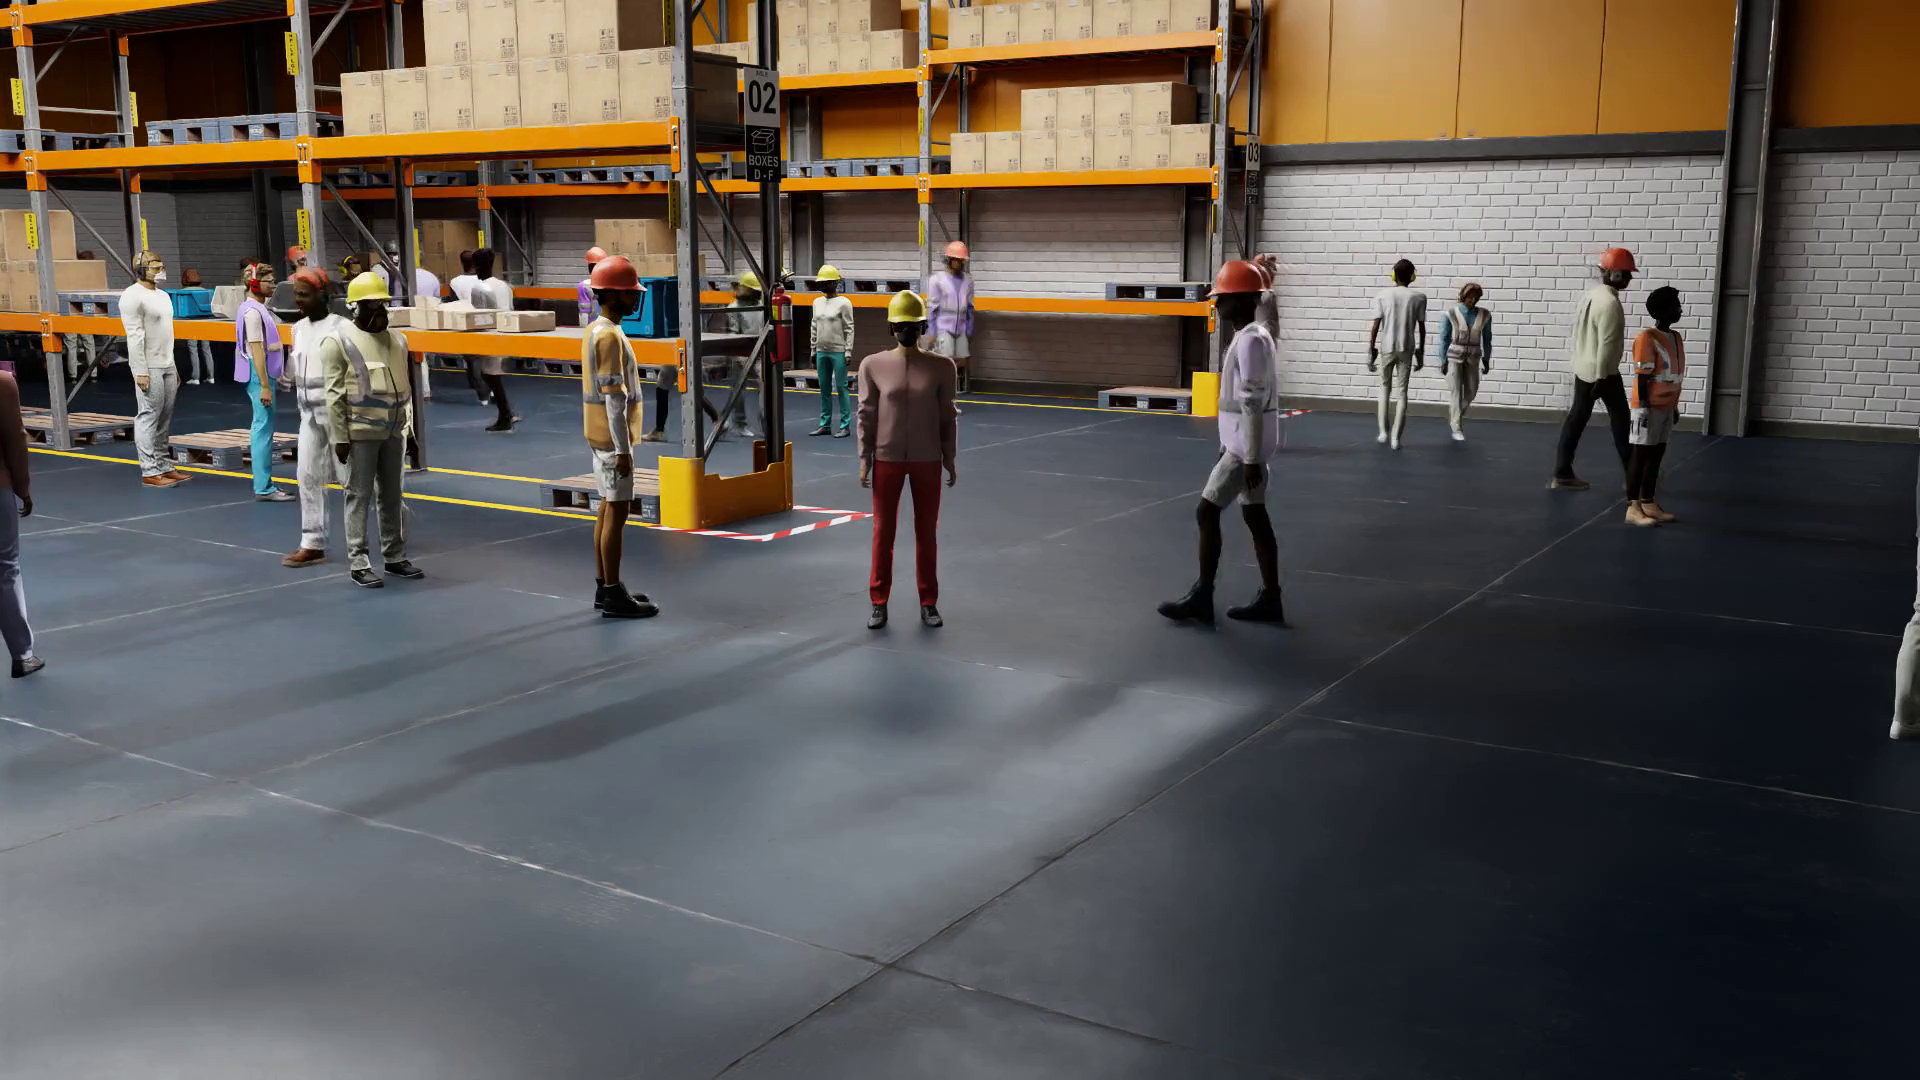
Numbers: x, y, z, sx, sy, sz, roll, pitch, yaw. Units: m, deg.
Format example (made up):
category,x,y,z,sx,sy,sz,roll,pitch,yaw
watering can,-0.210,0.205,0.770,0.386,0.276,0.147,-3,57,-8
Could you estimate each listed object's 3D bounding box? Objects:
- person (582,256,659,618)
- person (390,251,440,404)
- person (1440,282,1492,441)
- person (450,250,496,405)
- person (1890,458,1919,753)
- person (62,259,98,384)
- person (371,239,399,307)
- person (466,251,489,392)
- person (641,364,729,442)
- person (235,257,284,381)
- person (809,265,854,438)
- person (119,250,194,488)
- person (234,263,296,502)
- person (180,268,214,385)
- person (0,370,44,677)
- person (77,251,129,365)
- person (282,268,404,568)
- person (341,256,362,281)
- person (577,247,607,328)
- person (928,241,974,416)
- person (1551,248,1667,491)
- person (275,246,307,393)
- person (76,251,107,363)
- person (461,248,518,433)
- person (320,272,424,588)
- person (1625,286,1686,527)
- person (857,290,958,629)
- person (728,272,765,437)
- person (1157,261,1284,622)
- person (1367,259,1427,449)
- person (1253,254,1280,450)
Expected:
category,x,y,z,sx,sy,sz,roll,pitch,yaw
person,-1.837,-0.550,8.964,0.357,1.936,0.551,-4,11,-19
person,-6.795,-2.635,20.570,0.619,1.921,0.642,5,11,26
person,5.123,-1.828,16.965,0.520,1.615,0.582,0,10,-2
person,-5.949,-2.607,20.462,0.613,1.897,0.465,-5,11,-25
person,3.931,0.038,6.546,0.279,1.631,0.504,1,10,5
person,-12.524,-3.129,23.546,0.586,1.833,0.403,-8,13,-38
person,-8.224,-3.367,24.288,0.535,2.000,0.684,5,11,25
person,-6.491,-2.939,22.348,0.546,1.896,0.882,-5,12,-27
person,-2.767,-1.798,16.638,0.859,1.664,0.523,3,11,15
person,-9.772,-3.060,23.312,0.694,1.792,0.961,0,10,3
person,-1.331,-1.930,17.087,0.535,1.767,0.317,7,13,35
person,-6.616,-1.401,13.677,0.372,1.940,0.631,0,10,-1
person,-5.421,-1.214,12.895,0.379,1.844,0.570,-4,11,-23
person,-10.749,-2.999,23.402,0.286,1.624,0.494,6,12,28
person,-4.551,-0.221,7.637,0.523,1.761,0.328,-4,11,-22
person,-14.097,-3.746,26.934,0.985,1.851,0.642,-2,10,-11
person,-3.922,-0.781,10.482,0.589,1.860,0.831,6,12,29
person,-6.821,-2.268,18.756,0.482,1.844,0.488,3,11,14
person,-4.045,-2.306,18.682,0.548,1.942,0.347,-9,14,-41
person,-0.136,-2.466,19.364,0.642,2.018,0.664,-6,12,-31
person,5.280,-1.358,13.416,0.963,1.945,0.611,0,10,-2
person,-8.663,-2.894,21.944,1.017,1.941,0.630,5,11,24
person,-14.410,-3.857,27.543,0.403,1.847,0.747,-1,10,-3
person,-4.928,-2.075,17.410,0.490,1.939,0.601,2,10,11
person,-3.439,-0.649,9.792,0.404,1.837,0.588,6,12,30
person,4.956,-0.949,11.832,0.538,1.700,0.317,-9,14,-42
person,-0.268,-0.411,8.669,0.527,1.767,0.331,-1,10,-5
person,-2.102,-1.869,16.921,0.503,1.686,0.773,-9,13,-40
person,1.377,-0.502,8.772,0.794,1.906,0.565,3,11,14
person,4.296,-1.831,16.358,0.523,1.830,0.808,3,11,16
person,2.857,-1.783,15.933,0.401,1.894,0.653,-2,10,-11
